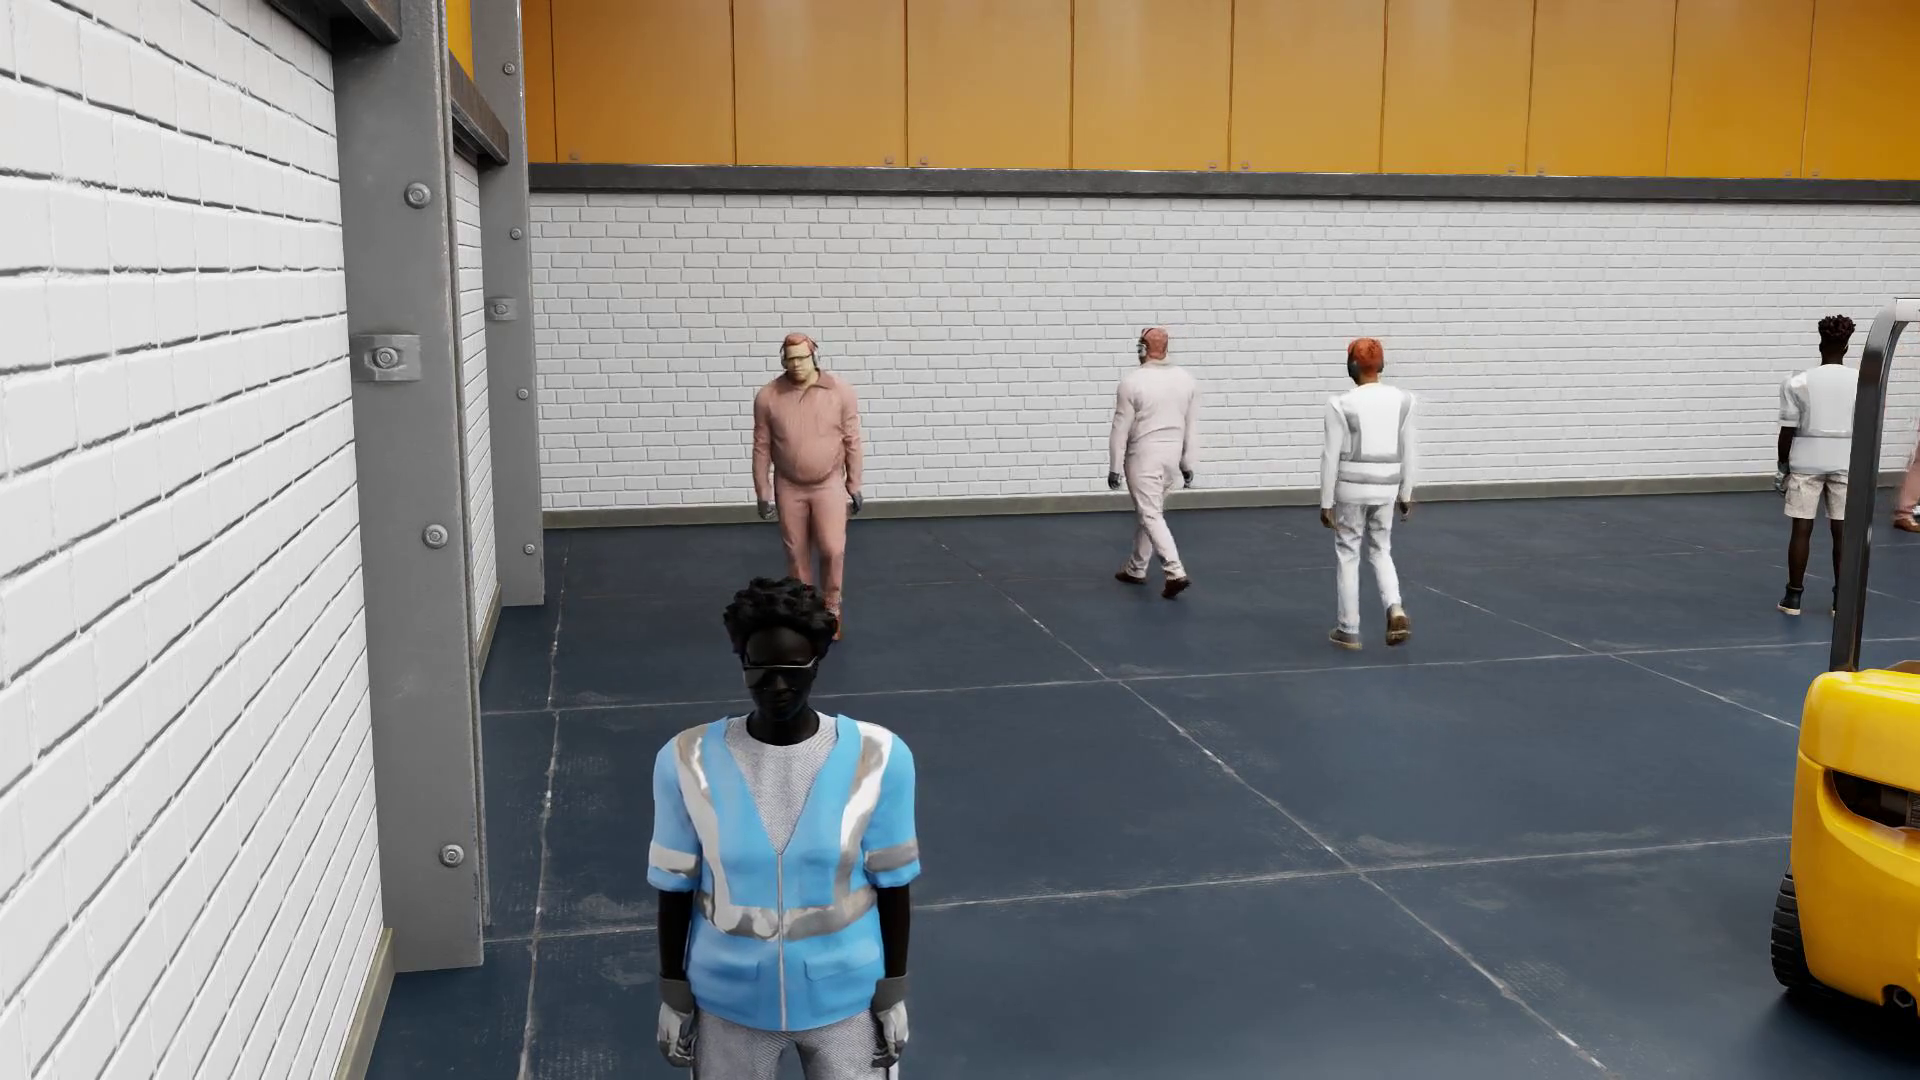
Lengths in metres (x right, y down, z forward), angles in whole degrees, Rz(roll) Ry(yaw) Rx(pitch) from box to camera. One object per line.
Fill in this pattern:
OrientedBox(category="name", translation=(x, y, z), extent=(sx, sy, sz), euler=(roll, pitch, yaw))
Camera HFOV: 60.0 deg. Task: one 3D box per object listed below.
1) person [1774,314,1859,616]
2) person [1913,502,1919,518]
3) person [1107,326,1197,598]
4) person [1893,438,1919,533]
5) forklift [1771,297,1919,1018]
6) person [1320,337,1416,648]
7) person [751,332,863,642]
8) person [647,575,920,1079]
OrientedBox(category="person", translation=(5.619, -0.476, 10.805), extent=(0.603, 1.966, 0.368), euler=(4, 10, 21))
OrientedBox(category="person", translation=(8.990, -1.060, 14.678), extent=(0.961, 1.871, 0.581), euler=(1, 9, 8))
OrientedBox(category="person", translation=(1.357, -0.550, 11.559), extent=(0.653, 1.871, 0.959), euler=(-6, 11, -31))
OrientedBox(category="person", translation=(8.435, -0.942, 14.001), extent=(0.688, 1.838, 1.006), euler=(-5, 11, -30))
OrientedBox(category="forklift", translation=(3.542, 0.334, 5.177), extent=(2.313, 2.155, 1.214), euler=(-9, 13, -43))
OrientedBox(category="person", translation=(2.403, -0.256, 9.769), extent=(0.595, 1.863, 0.549), euler=(-2, 10, -12))
OrientedBox(category="person", translation=(-0.924, -0.304, 10.000), extent=(0.663, 1.884, 0.500), euler=(0, 9, 0))
OrientedBox(category="person", translation=(-0.343, 0.895, 3.281), extent=(0.534, 1.691, 0.320), euler=(0, 9, -2))
